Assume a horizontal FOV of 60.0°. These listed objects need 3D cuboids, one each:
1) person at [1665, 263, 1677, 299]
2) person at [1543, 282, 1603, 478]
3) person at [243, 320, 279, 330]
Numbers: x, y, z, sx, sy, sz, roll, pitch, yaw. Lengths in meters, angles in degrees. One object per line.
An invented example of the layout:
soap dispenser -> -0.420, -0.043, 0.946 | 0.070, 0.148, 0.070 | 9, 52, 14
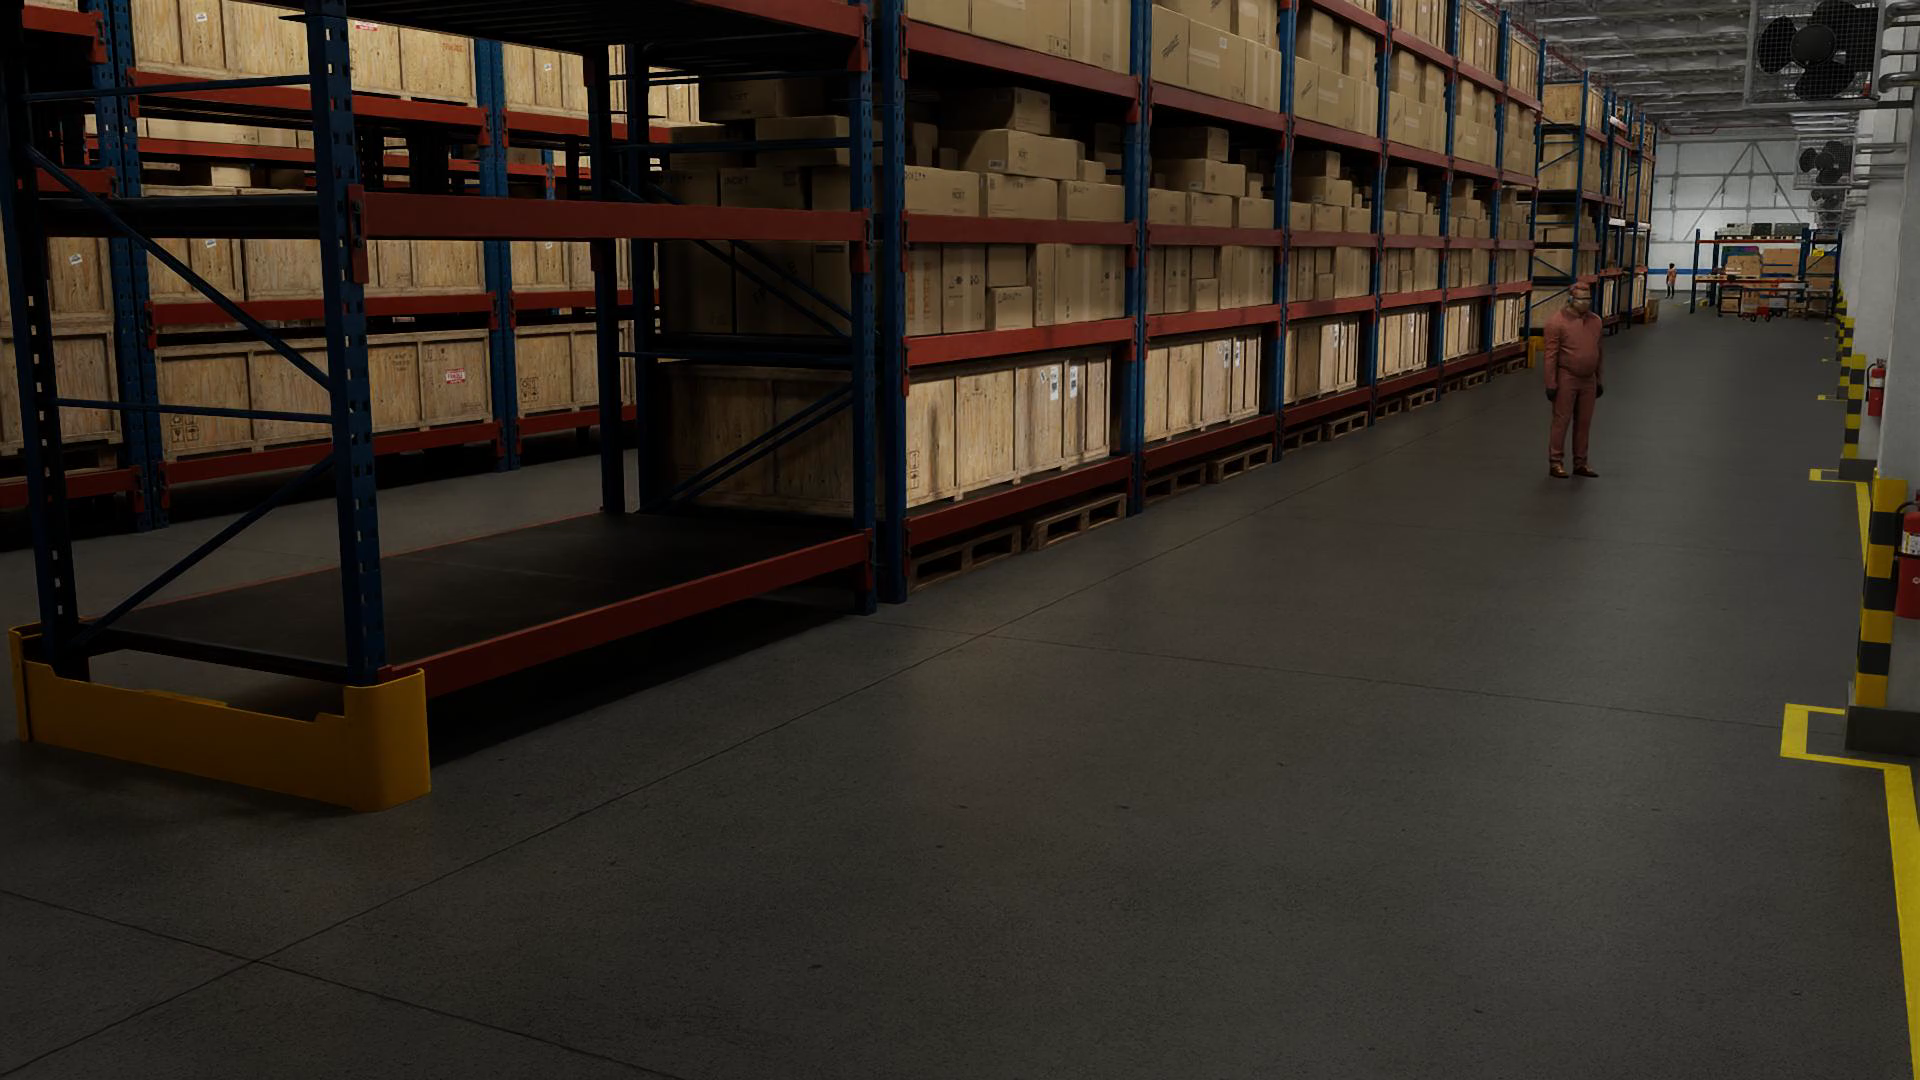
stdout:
person -> 33.869, -12.333, 79.196 | 0.536, 1.688, 0.320 | -4, 10, -20
person -> 5.960, -1.542, 16.130 | 0.657, 1.896, 0.402 | -3, 10, -19
person -> -7.761, -1.985, 18.611 | 0.542, 1.919, 0.504 | 4, 10, 21
